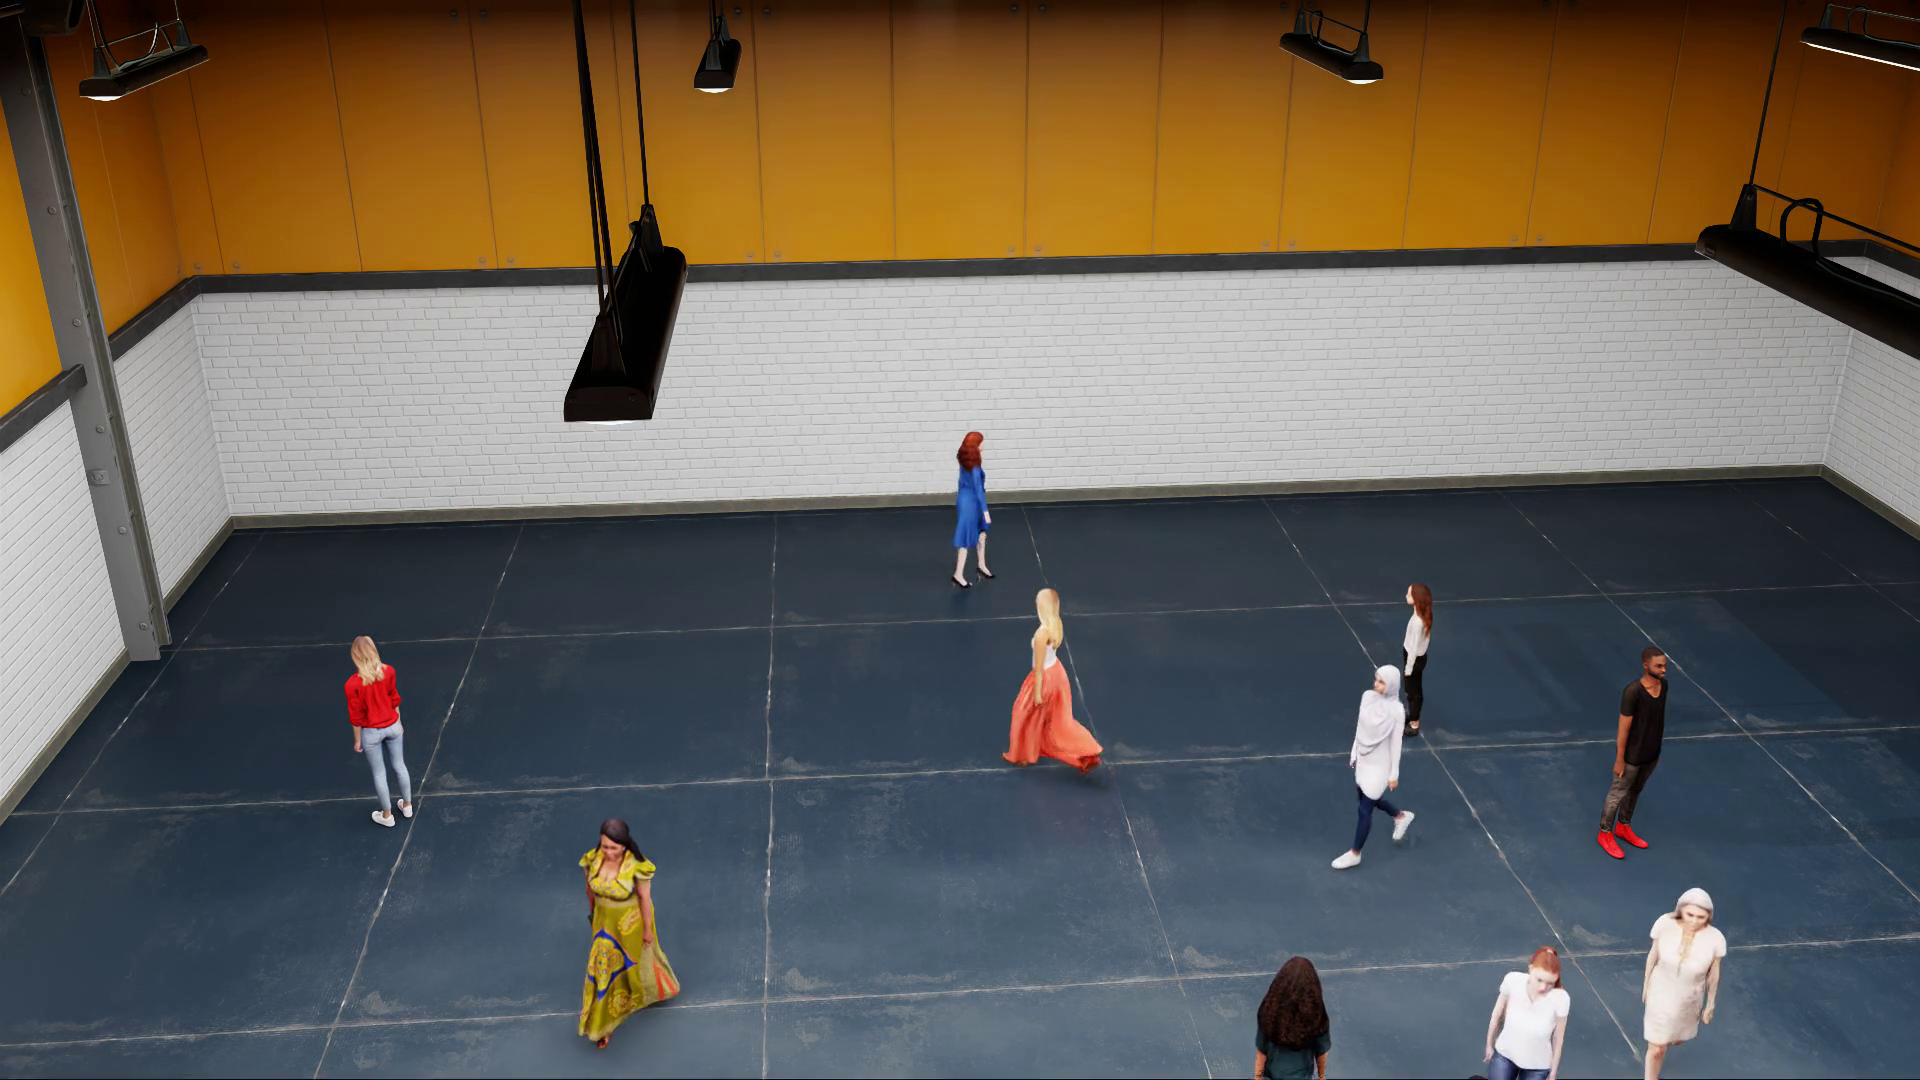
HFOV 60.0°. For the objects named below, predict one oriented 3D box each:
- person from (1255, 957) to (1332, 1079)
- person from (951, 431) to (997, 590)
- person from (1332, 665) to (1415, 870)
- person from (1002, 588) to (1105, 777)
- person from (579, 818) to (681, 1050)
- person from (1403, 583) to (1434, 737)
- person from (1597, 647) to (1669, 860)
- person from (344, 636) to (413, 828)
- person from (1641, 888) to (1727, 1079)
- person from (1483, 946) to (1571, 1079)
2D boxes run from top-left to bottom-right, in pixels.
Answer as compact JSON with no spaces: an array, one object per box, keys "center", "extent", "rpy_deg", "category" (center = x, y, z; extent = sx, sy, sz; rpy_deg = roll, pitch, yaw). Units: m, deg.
[{"center":[1.956,3.275,9.950],"extent":[0.852,1.578,1.141],"rpy_deg":[6,24,14],"category":"person"},{"center":[0.018,-0.291,17.817],"extent":[0.791,1.809,0.762],"rpy_deg":[-7,25,-15],"category":"person"},{"center":[3.351,1.768,13.173],"extent":[0.882,1.757,1.043],"rpy_deg":[-10,26,-22],"category":"person"},{"center":[0.833,1.267,14.304],"extent":[1.109,1.770,1.197],"rpy_deg":[12,26,25],"category":"person"},{"center":[-2.292,2.594,11.437],"extent":[0.940,1.633,1.273],"rpy_deg":[4,24,9],"category":"person"},{"center":[4.145,1.075,15.101],"extent":[0.663,1.481,0.545],"rpy_deg":[9,25,19],"category":"person"},{"center":[5.430,1.670,13.337],"extent":[0.725,1.805,0.691],"rpy_deg":[-14,27,-28],"category":"person"},{"center":[-4.780,1.571,13.690],"extent":[0.725,1.704,0.681],"rpy_deg":[21,31,39],"category":"person"},{"center":[4.578,2.897,10.649],"extent":[0.957,1.709,1.137],"rpy_deg":[12,26,26],"category":"person"},{"center":[3.422,3.129,10.131],"extent":[0.737,1.701,0.806],"rpy_deg":[15,28,31],"category":"person"}]
